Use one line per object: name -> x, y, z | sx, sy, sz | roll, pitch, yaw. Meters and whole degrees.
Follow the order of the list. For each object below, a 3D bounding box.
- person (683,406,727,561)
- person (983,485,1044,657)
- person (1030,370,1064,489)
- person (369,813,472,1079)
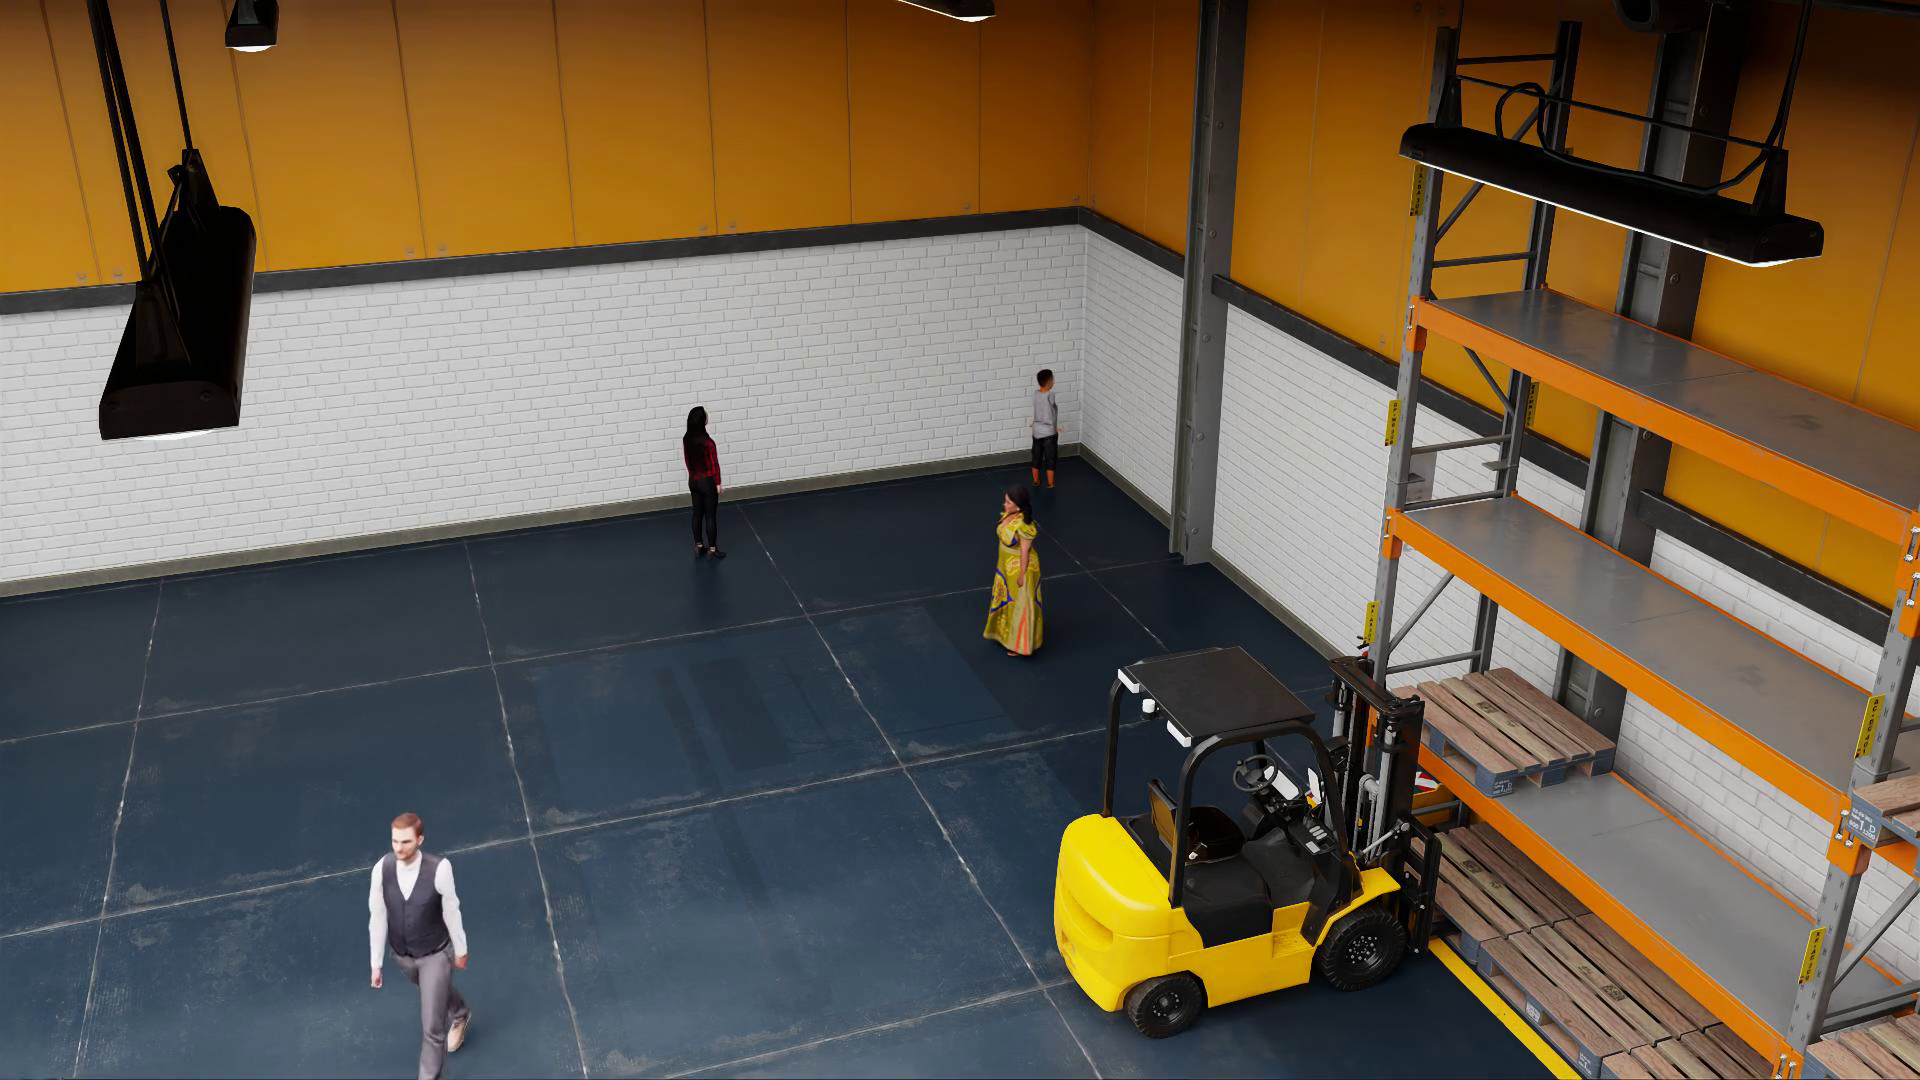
person -> -2.671, -0.587, 17.260 | 0.636, 1.658, 0.722 | 14, 27, 29
person -> 0.533, 0.254, 15.336 | 0.928, 1.658, 0.695 | -10, 26, -22
person -> 0.979, -1.322, 19.195 | 0.631, 1.455, 0.709 | 13, 27, 27
person -> -3.213, 2.434, 10.053 | 1.066, 1.893, 1.329 | 3, 24, 7
